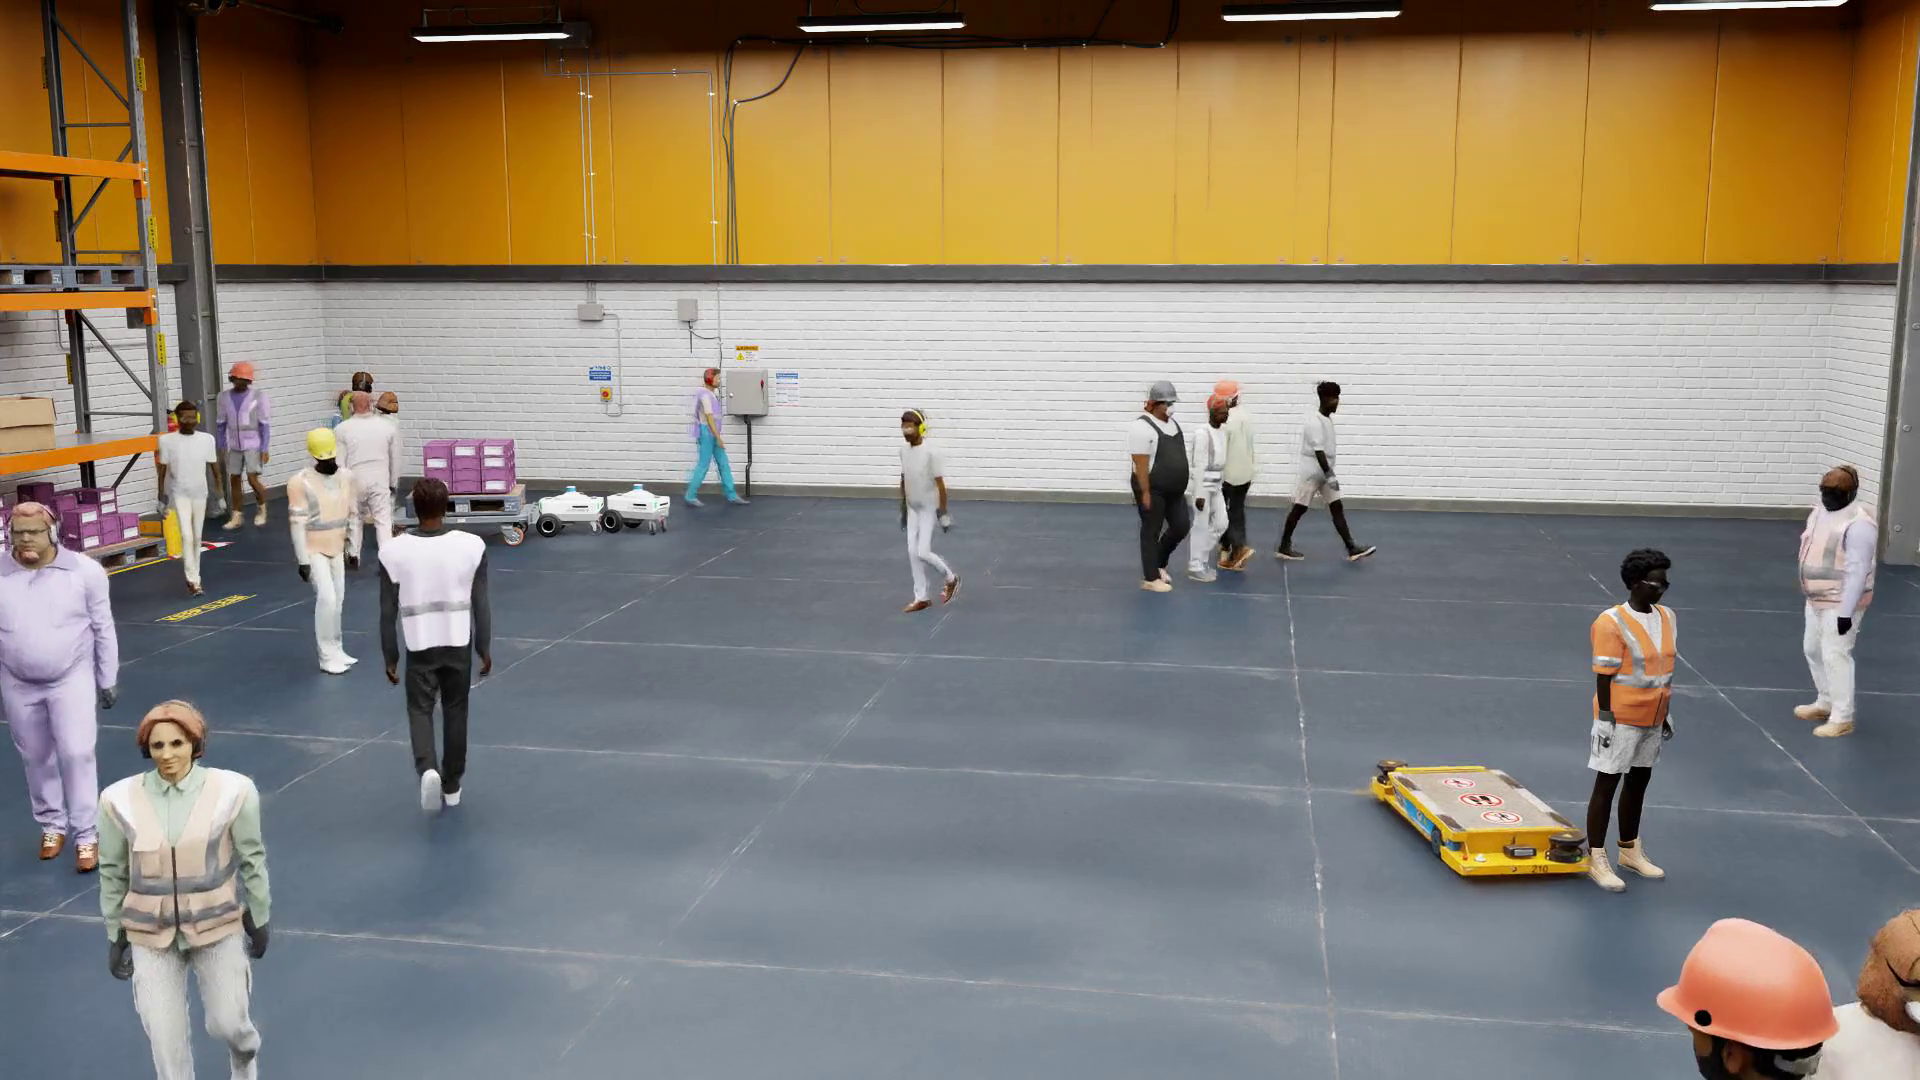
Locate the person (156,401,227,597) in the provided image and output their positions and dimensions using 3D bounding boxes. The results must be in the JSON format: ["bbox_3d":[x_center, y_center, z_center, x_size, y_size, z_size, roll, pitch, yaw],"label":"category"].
[{"bbox_3d":[-7.147,-0.375,15.527,0.563,1.832,0.884,-7,12,-39],"label":"person"}]

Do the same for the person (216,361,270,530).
[{"bbox_3d":[-8.410,-1.101,19.519,0.672,2.010,0.484,1,9,5],"label":"person"}]

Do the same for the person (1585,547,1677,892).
[{"bbox_3d":[3.325,0.873,8.219,0.533,1.697,0.318,-5,11,-29],"label":"person"}]

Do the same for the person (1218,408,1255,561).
[{"bbox_3d":[2.831,-0.605,17.498,0.532,1.647,0.871,4,10,21],"label":"person"}]

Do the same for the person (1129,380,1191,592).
[{"bbox_3d":[1.908,-0.514,15.759,0.536,2.000,0.693,9,13,44],"label":"person"}]

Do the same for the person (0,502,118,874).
[{"bbox_3d":[-4.653,0.751,8.425,0.662,1.883,0.781,-3,10,-17],"label":"person"}]

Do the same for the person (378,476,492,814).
[{"bbox_3d":[-2.920,0.597,9.305,0.599,1.903,0.646,-3,10,-19],"label":"person"}]

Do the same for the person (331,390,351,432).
[{"bbox_3d":[-7.483,-1.029,20.295,0.777,1.593,0.540,1,9,8],"label":"person"}]

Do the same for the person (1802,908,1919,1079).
[{"bbox_3d":[2.194,1.609,3.972,0.504,1.602,0.712,1,9,7],"label":"person"}]

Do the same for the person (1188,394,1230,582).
[{"bbox_3d":[2.436,-0.501,16.237,0.448,1.859,0.590,7,11,35],"label":"person"}]

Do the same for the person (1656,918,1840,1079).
[{"bbox_3d":[1.481,1.621,2.997,0.558,1.896,0.992,-4,10,-24],"label":"person"}]

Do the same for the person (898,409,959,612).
[{"bbox_3d":[-0.309,-0.264,14.858,0.543,1.842,0.520,-9,13,-44],"label":"person"}]

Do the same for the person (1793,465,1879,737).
[{"bbox_3d":[5.705,0.398,10.845,0.465,1.803,0.679,0,9,3],"label":"person"}]

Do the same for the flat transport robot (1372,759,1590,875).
[{"bbox_3d":[2.762,1.465,8.951,0.652,0.197,1.431,-1,9,-4],"label":"flat transport robot"}]

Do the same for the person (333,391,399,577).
[{"bbox_3d":[-5.951,-0.567,16.661,0.668,1.851,0.989,-7,11,-36],"label":"person"}]

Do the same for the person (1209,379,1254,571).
[{"bbox_3d":[2.761,-0.643,16.786,0.666,1.967,0.483,-8,12,-42],"label":"person"}]

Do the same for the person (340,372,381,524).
[{"bbox_3d":[-7.200,-1.113,20.115,0.621,1.838,0.429,8,12,42],"label":"person"}]

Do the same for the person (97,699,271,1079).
[{"bbox_3d":[-2.628,1.319,5.685,0.523,1.626,0.558,-2,9,-15],"label":"person"}]

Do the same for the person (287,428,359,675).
[{"bbox_3d":[-4.780,0.085,12.567,0.613,1.878,0.596,4,10,25],"label":"person"}]

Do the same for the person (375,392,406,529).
[{"bbox_3d":[-6.743,-0.934,19.648,0.495,1.627,0.272,8,12,39],"label":"person"}]

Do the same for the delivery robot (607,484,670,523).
[{"bbox_3d":[-3.750,-0.408,19.404,0.707,0.478,0.477,4,10,22],"label":"delivery robot"}]

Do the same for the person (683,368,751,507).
[{"bbox_3d":[-3.190,-1.318,21.484,0.839,1.807,0.574,1,9,5],"label":"person"}]

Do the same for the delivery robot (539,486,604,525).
[{"bbox_3d":[-4.485,-0.377,19.214,0.707,0.478,0.477,-1,9,-4],"label":"delivery robot"}]

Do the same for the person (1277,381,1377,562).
[{"bbox_3d":[3.794,-0.701,17.330,1.052,1.896,0.590,6,11,34],"label":"person"}]
